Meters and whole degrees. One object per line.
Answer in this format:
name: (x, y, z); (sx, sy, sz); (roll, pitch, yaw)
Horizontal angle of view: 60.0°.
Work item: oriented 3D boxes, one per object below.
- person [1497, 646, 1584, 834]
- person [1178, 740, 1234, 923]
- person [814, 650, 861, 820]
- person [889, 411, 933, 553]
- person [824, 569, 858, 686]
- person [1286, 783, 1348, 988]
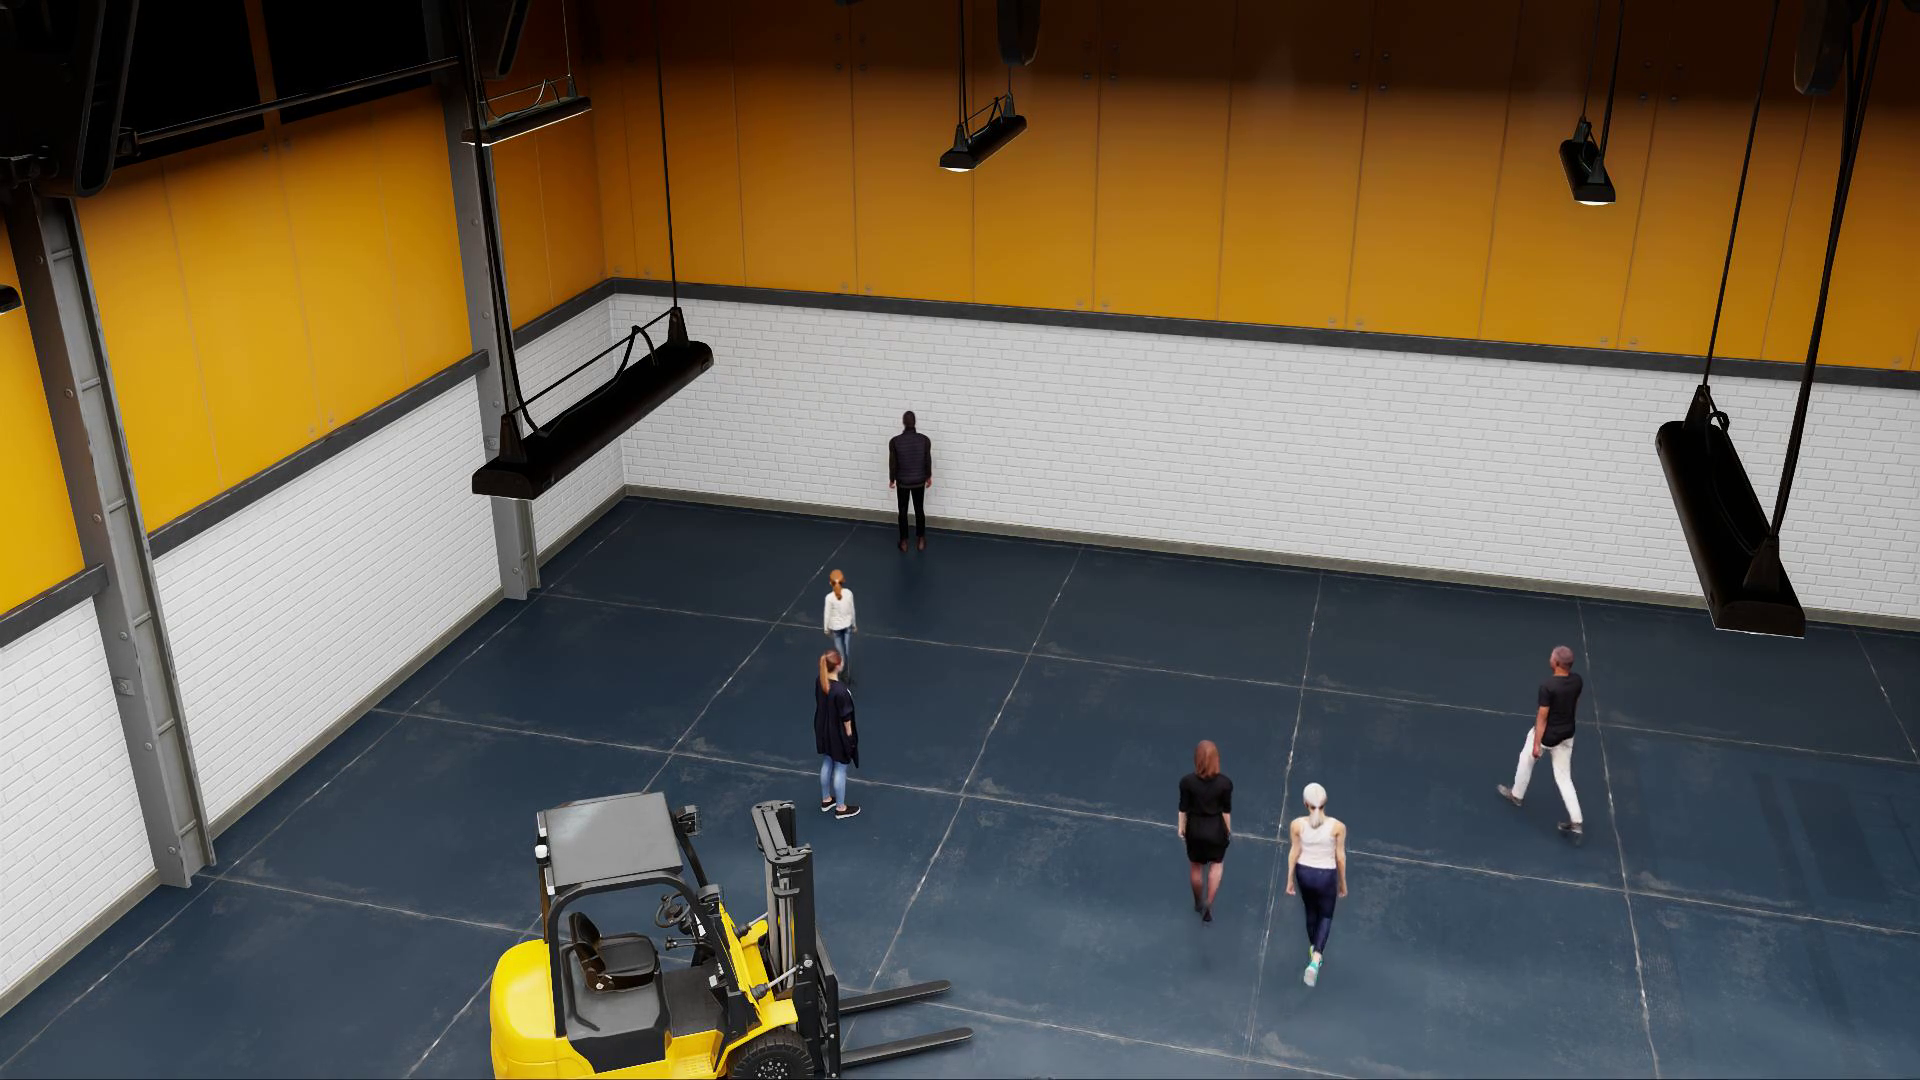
person: (5.422, 1.833, 15.039); (1.173, 1.765, 1.311); (-10, 25, -21)
person: (2.030, 2.455, 13.706); (0.651, 1.693, 0.755); (3, 24, 7)
person: (-1.157, 1.770, 15.285); (0.740, 1.684, 0.721); (-19, 30, -37)
person: (-0.621, -0.744, 20.844); (0.770, 1.839, 0.726); (-3, 24, -7)
person: (-1.239, 0.947, 17.637); (0.593, 1.309, 0.648); (-11, 26, -24)
person: (2.788, 2.749, 13.063); (0.660, 1.669, 0.982); (9, 25, 20)
